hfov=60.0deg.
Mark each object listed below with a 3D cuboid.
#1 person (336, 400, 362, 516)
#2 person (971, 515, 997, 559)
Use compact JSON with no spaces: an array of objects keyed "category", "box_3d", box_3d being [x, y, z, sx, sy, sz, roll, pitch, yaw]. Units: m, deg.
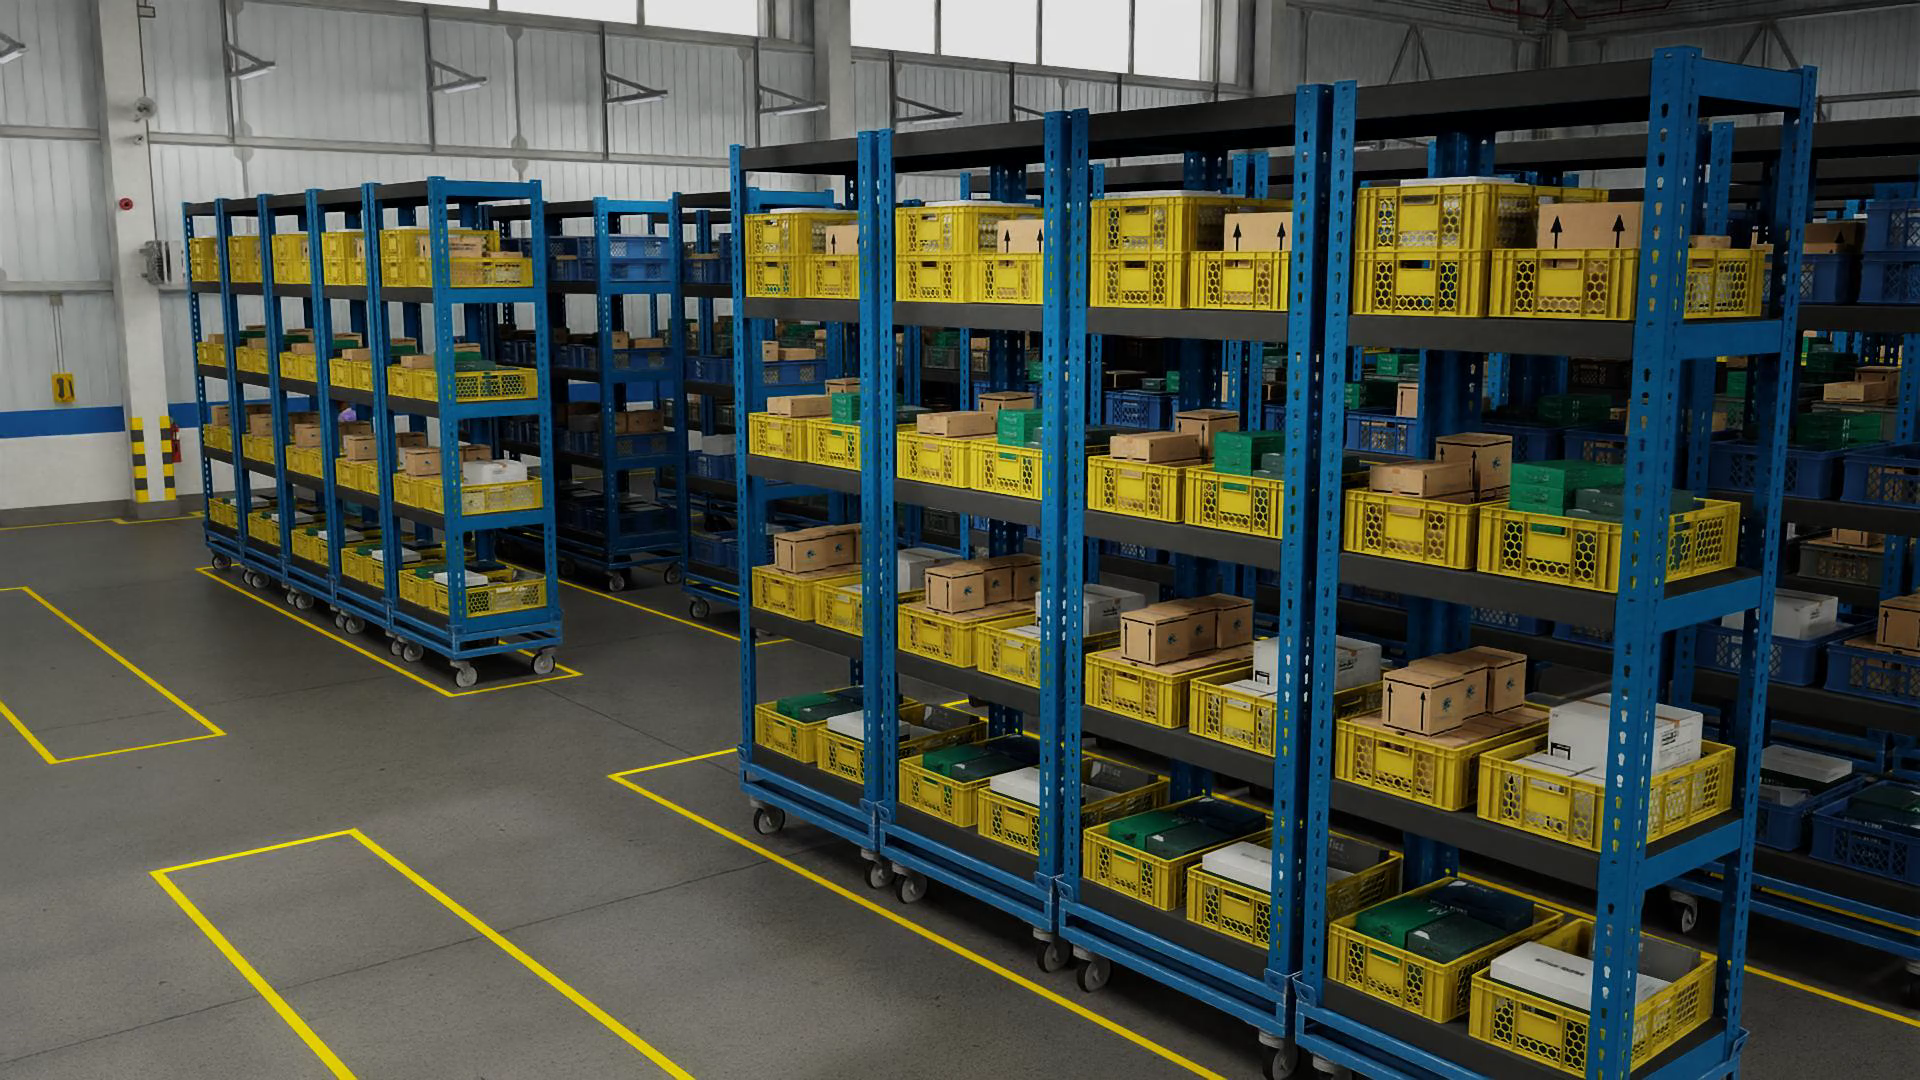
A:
[{"category":"person","box_3d":[-6.151,-0.672,16.790,0.390,1.837,0.560,-3,10,-15]},{"category":"person","box_3d":[0.298,-0.040,12.975,0.586,1.833,0.403,-3,10,-19]}]
